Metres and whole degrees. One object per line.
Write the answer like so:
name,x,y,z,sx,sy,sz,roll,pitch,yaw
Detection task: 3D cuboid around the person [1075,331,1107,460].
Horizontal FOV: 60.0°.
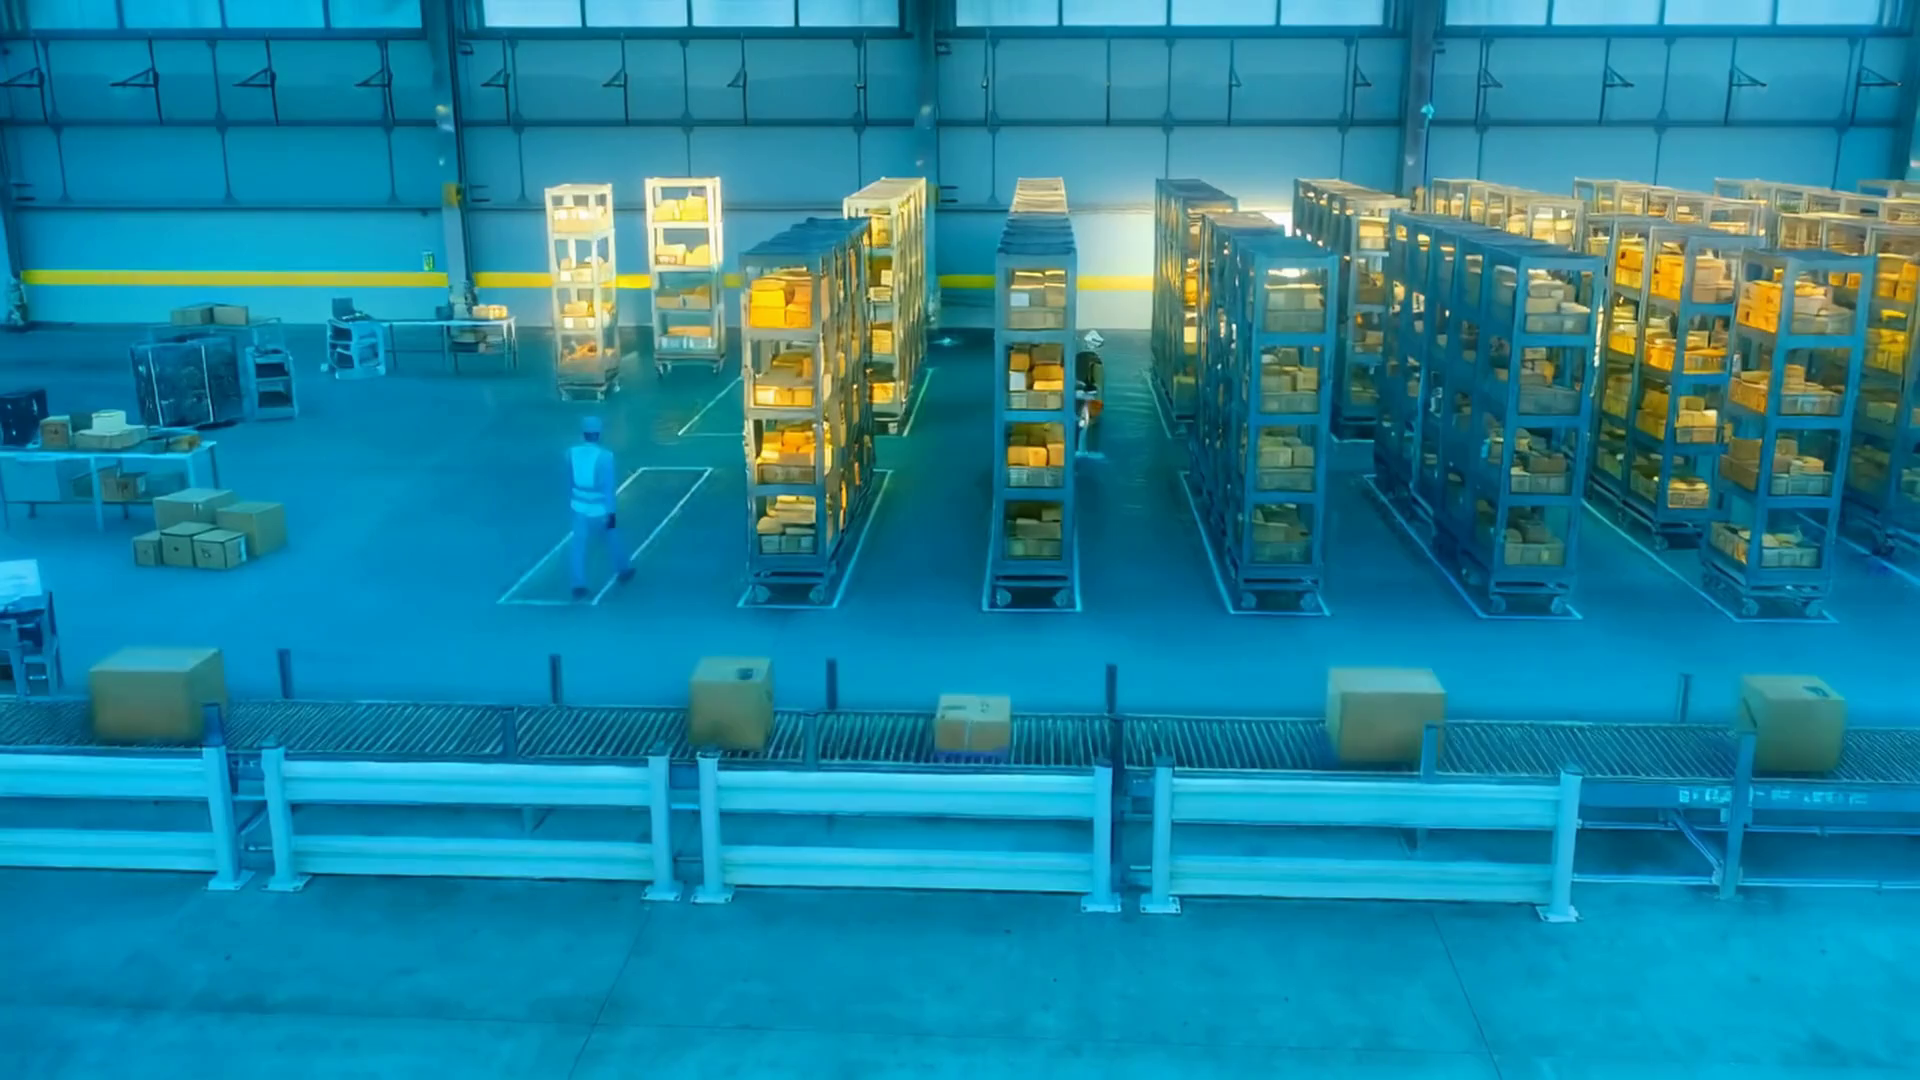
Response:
person,1.874,-2.058,23.706,0.403,1.830,0.600,-10,18,-33

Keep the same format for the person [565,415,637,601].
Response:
person,-3.784,-0.375,17.335,0.617,1.885,1.041,5,16,18
